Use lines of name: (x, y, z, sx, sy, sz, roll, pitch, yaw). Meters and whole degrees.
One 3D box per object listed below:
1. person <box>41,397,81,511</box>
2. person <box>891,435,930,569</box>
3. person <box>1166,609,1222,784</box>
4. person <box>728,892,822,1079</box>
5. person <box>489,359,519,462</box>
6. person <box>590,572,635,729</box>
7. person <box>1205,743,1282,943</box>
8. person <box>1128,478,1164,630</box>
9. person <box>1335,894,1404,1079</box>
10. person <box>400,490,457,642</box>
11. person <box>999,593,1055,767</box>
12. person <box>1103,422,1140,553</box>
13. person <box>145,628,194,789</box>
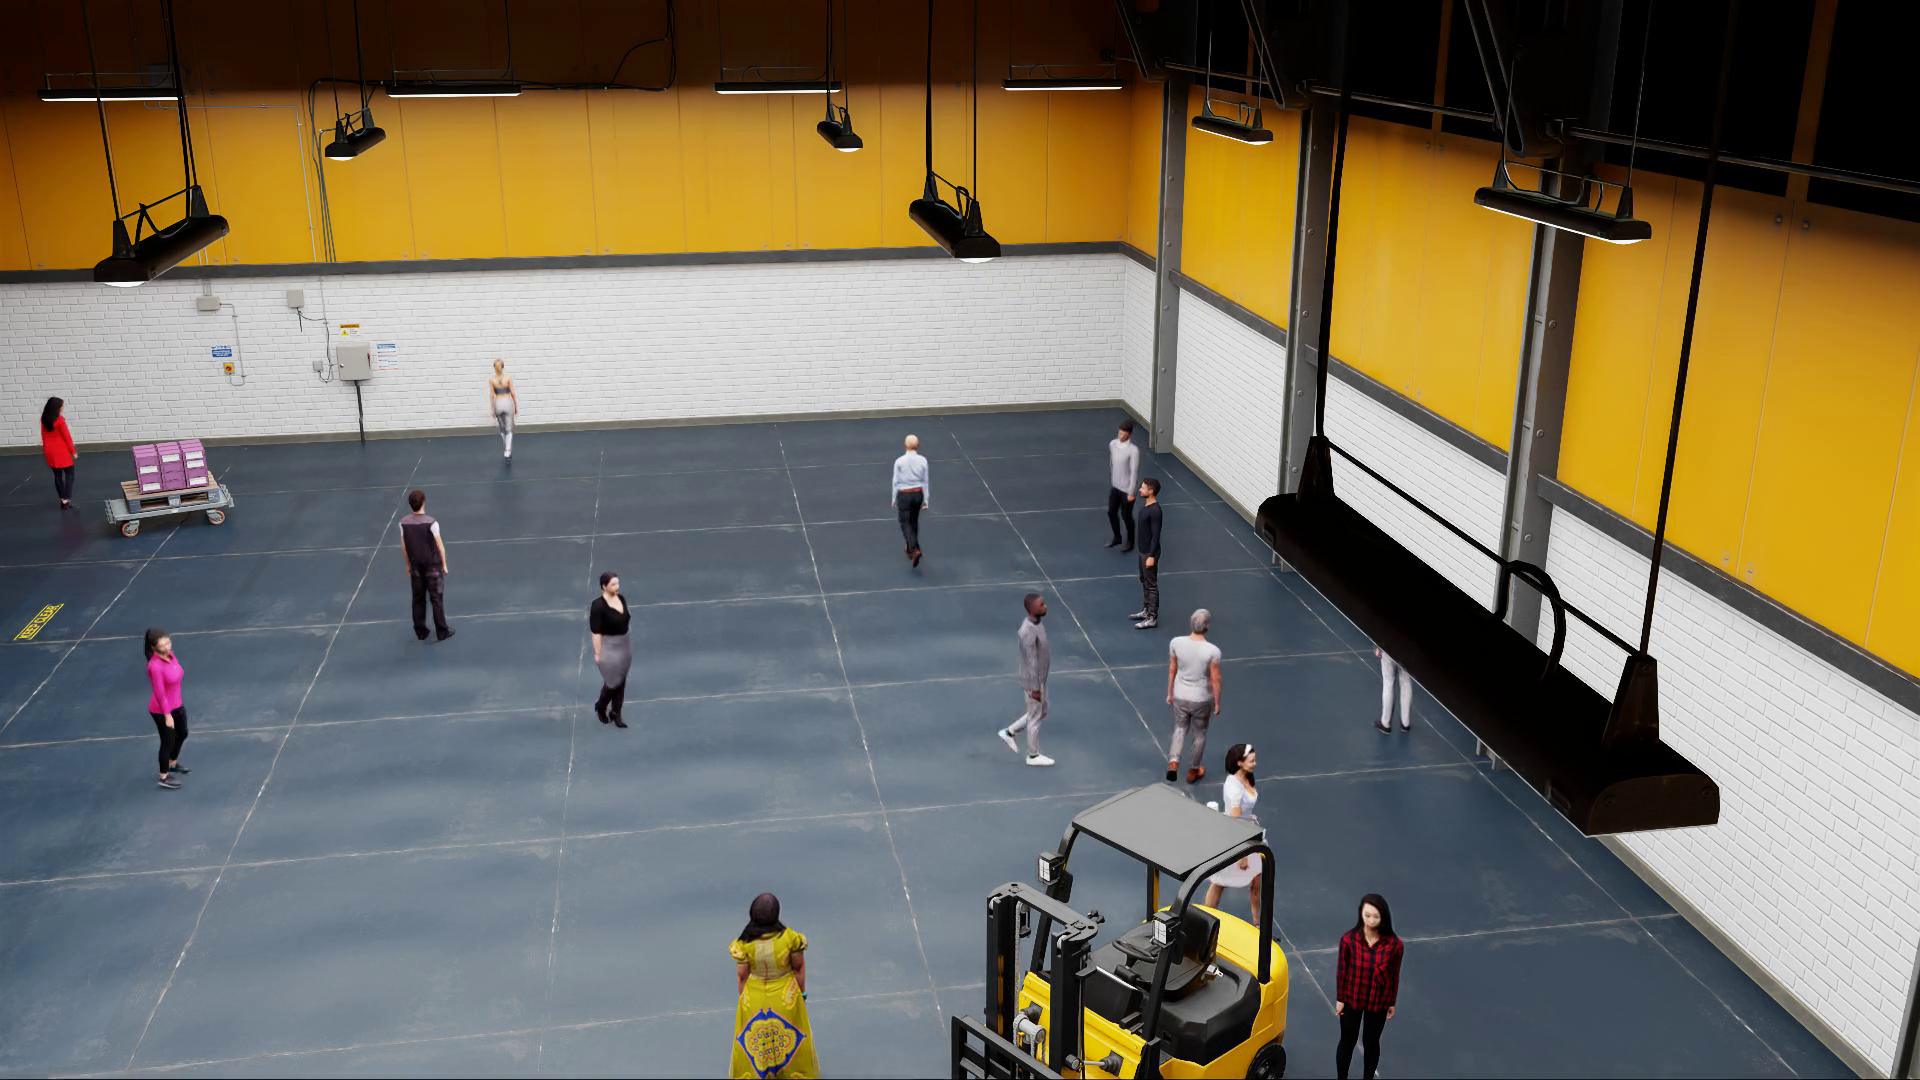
person: (-13.429, -1.293, 24.724, 0.746, 1.719, 0.747, -1, 19, -2)
person: (-0.654, -0.501, 22.296, 0.804, 1.767, 1.173, -7, 20, -20)
person: (2.219, 1.560, 16.103, 0.959, 1.813, 1.033, 10, 21, 27)
person: (-1.308, 3.191, 11.500, 0.834, 1.659, 0.740, -3, 19, -8)
person: (-7.458, -2.103, 27.200, 0.590, 1.673, 1.084, -2, 19, -7)
person: (-3.713, 1.153, 17.413, 0.869, 1.749, 0.796, 9, 21, 26)
person: (2.135, 2.463, 13.459, 0.997, 1.790, 0.997, 8, 20, 22)
person: (2.302, 0.142, 20.224, 0.709, 1.870, 0.491, -2, 19, -6)
person: (2.802, 3.181, 11.533, 0.640, 1.658, 0.605, 2, 19, 7)
person: (-6.365, 0.300, 19.792, 0.727, 1.846, 0.699, 3, 19, 8)
person: (0.652, 1.395, 16.574, 0.906, 1.825, 0.877, 3, 19, 10)
person: (2.284, -0.740, 22.831, 0.946, 1.878, 0.836, -10, 21, -28)
person: (-7.737, 1.628, 16.128, 0.755, 1.667, 0.626, -4, 19, -13)
